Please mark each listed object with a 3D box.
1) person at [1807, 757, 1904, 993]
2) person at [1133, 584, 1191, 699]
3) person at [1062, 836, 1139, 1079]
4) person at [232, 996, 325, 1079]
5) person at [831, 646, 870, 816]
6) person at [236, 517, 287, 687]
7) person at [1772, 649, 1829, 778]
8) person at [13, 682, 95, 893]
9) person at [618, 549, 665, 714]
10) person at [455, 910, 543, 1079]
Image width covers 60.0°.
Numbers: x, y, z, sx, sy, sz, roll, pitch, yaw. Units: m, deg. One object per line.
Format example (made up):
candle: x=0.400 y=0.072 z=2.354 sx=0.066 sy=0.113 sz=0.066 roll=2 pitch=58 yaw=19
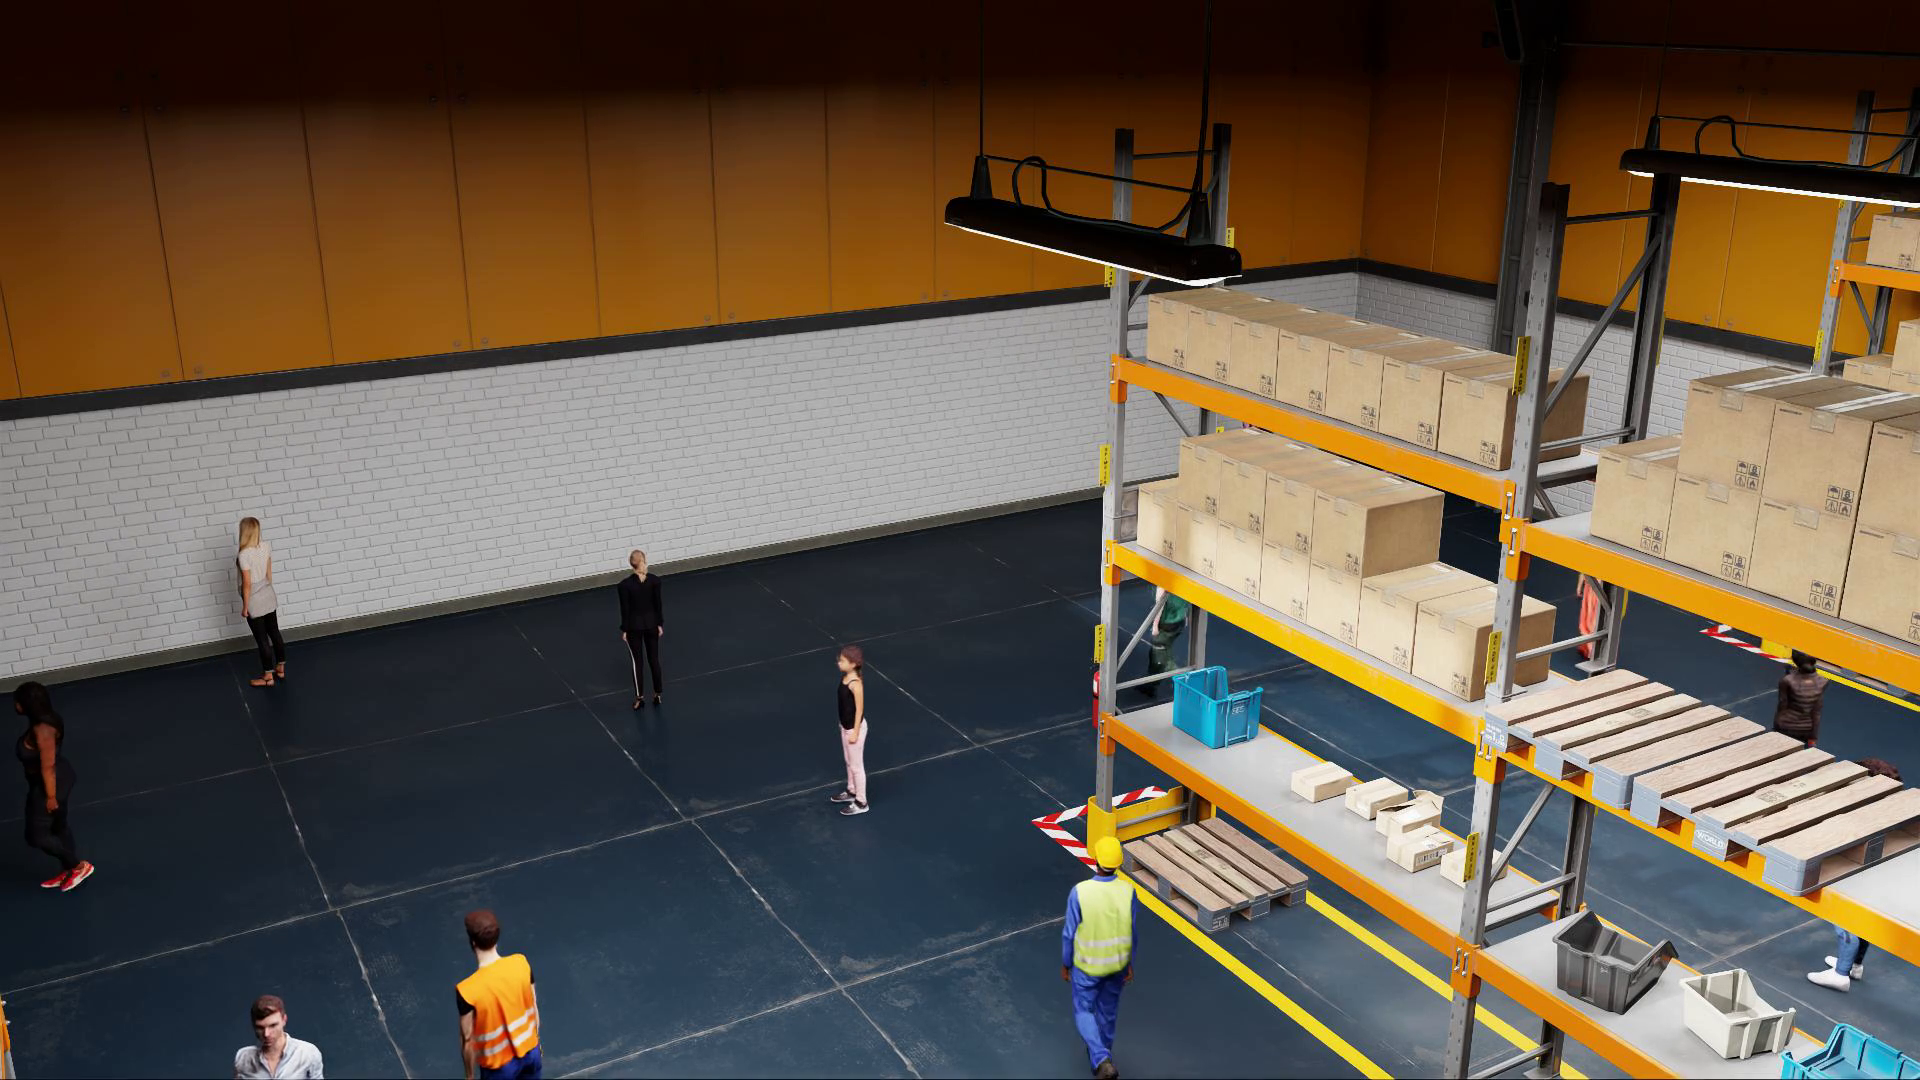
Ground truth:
person: x=6.521 y=2.408 z=12.050 sx=0.704 sy=1.811 sz=0.617 roll=-14 pitch=23 yaw=-36
person: x=2.134 y=0.843 z=16.688 sx=1.173 sy=1.816 sz=0.908 roll=14 pitch=23 yaw=35
person: x=0.930 y=2.804 z=10.891 sx=0.831 sy=1.800 sz=1.054 roll=-4 pitch=19 yaw=-12
person: x=-3.731 y=3.341 z=9.222 sx=0.705 sy=1.848 sz=0.651 roll=-5 pitch=19 yaw=-14
person: x=-0.943 y=1.655 z=14.672 sx=0.646 sy=1.565 sz=0.521 roll=-6 pitch=19 yaw=-17
person: x=-7.281 y=0.626 z=17.316 sx=0.731 sy=1.827 sz=0.671 roll=5 pitch=19 yaw=14
person: x=7.230 y=1.643 z=14.564 sx=0.952 sy=1.656 sz=0.823 roll=-9 pitch=21 yaw=-25
person: x=-7.217 y=1.972 z=13.347 sx=0.796 sy=1.809 sz=0.645 roll=-7 pitch=20 yaw=-21
person: x=-3.185 y=0.904 z=16.680 sx=0.603 sy=1.707 sz=0.542 roll=-10 pitch=21 yaw=-27
person: x=-2.686 y=3.091 z=9.939 sx=0.791 sy=1.864 sz=0.774 roll=16 pitch=24 yaw=39
